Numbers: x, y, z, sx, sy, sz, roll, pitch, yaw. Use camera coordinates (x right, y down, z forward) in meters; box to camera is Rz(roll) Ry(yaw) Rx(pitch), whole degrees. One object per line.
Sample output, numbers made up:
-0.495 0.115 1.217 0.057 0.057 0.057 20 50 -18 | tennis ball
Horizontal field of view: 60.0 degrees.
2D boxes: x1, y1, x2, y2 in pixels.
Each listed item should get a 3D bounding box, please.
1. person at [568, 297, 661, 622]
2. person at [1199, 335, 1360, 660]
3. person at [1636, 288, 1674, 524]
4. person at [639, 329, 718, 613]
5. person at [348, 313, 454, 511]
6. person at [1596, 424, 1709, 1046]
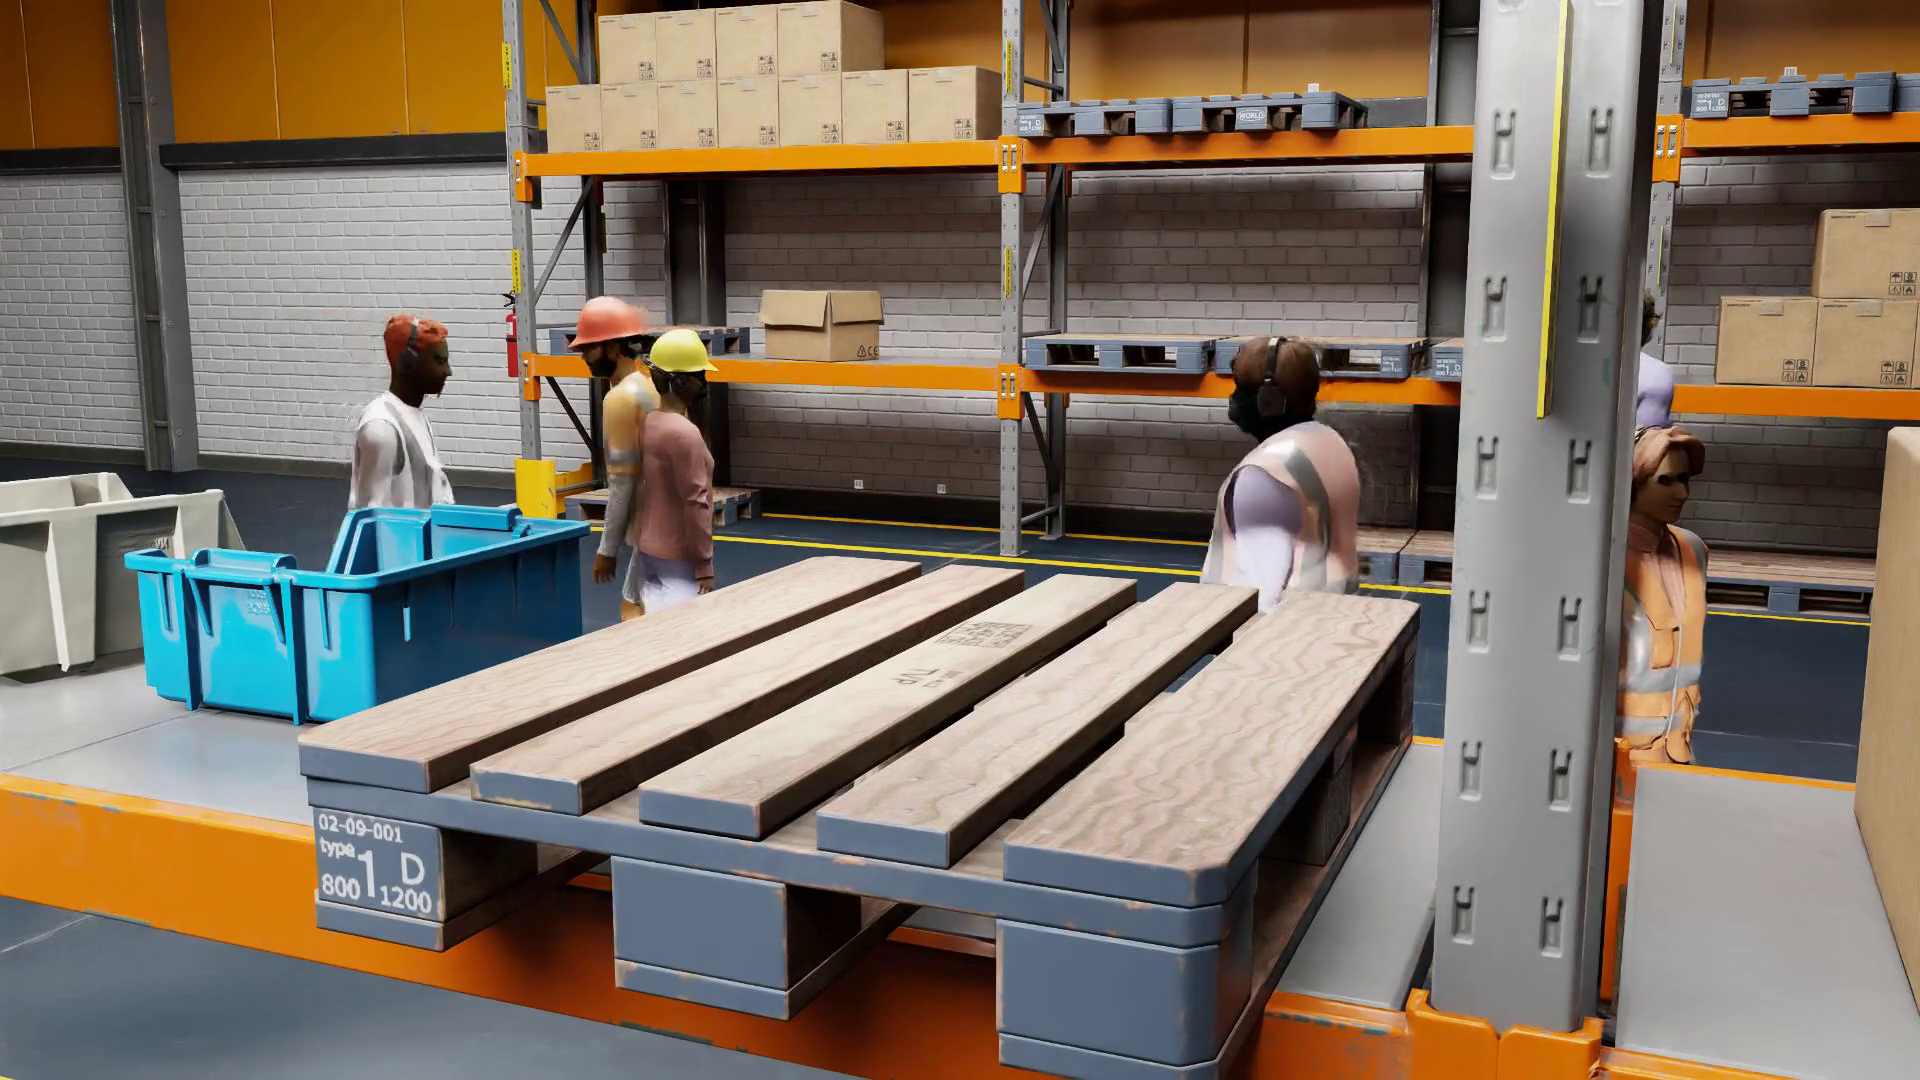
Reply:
-1.311 -0.022 6.741 0.816 1.900 0.555 0 9 0 | person
0.953 0.350 4.621 0.608 1.831 0.632 5 11 29 | person
2.835 -0.149 7.268 0.352 1.937 0.635 -5 10 -25 | person
-1.083 0.068 6.490 0.312 1.768 0.530 -6 11 -31 | person
-1.915 0.110 6.008 1.014 1.828 0.604 -2 10 -11 | person
1.635 0.530 4.099 0.523 1.638 0.311 -6 11 -32 | person
